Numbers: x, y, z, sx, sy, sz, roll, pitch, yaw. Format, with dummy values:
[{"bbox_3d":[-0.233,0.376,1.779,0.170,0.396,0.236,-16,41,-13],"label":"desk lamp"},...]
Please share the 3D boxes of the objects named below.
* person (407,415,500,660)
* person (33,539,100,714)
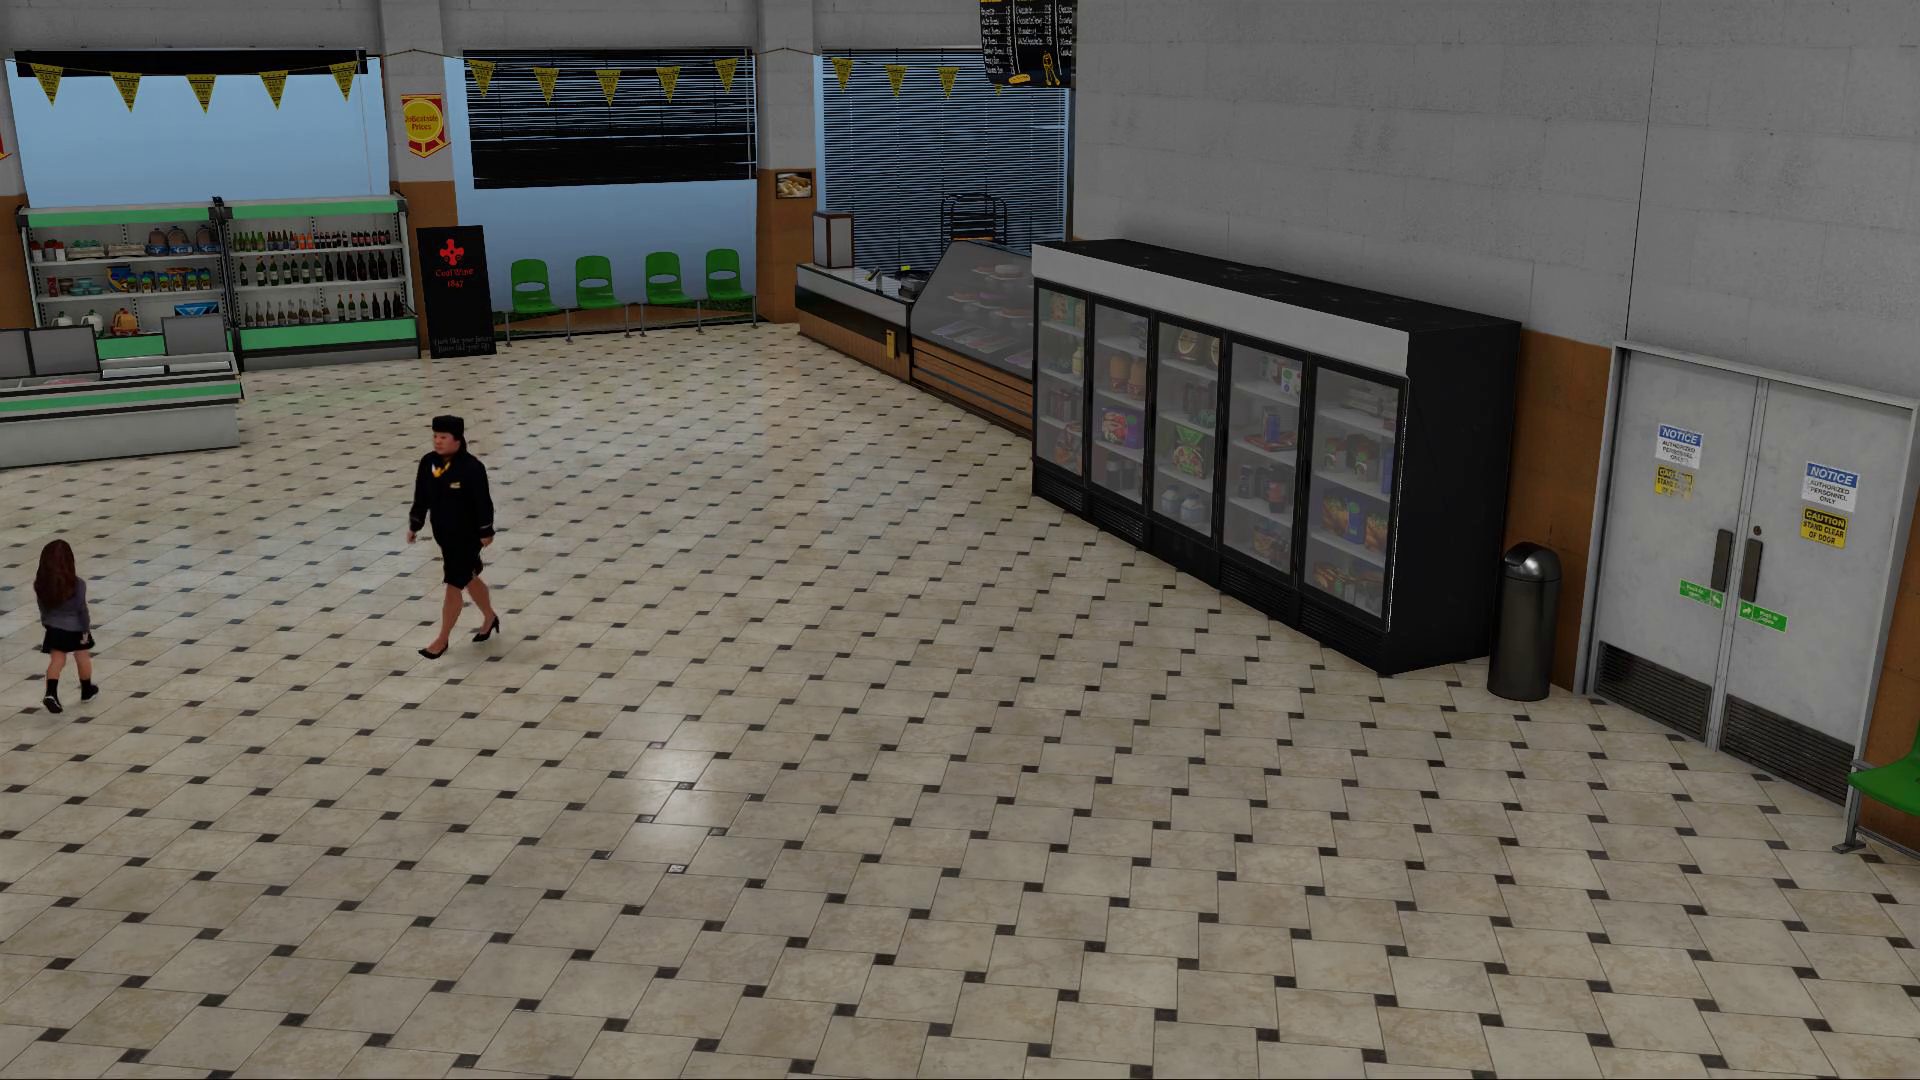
[{"bbox_3d":[-3.357,-0.030,11.313,1.049,1.630,1.181,10,19,29],"label":"person"},{"bbox_3d":[-5.591,0.548,10.335,0.733,1.092,0.663,-2,17,-7],"label":"person"}]
